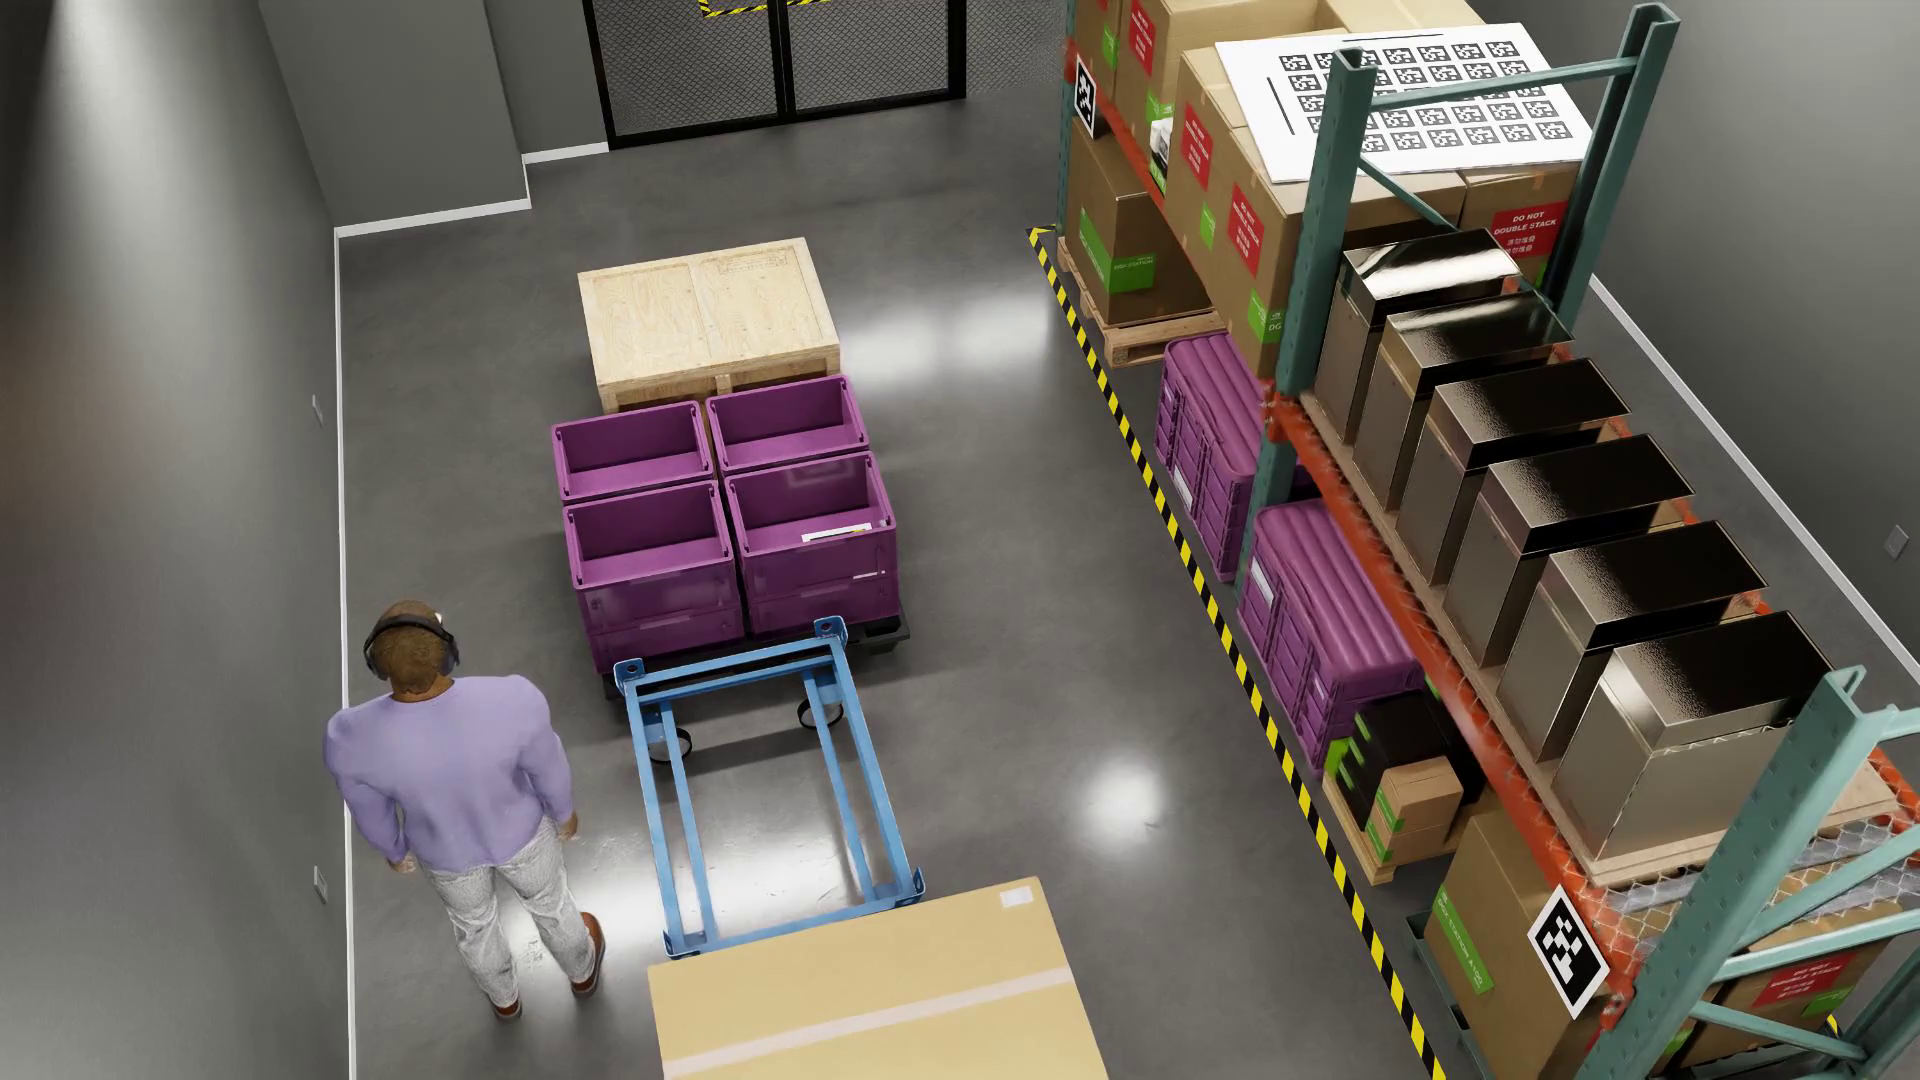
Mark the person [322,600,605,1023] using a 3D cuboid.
[{"bbox_3d":[-1.476,0.875,5.083,0.629,1.940,0.377,-11,48,-10],"label":"person"}]
